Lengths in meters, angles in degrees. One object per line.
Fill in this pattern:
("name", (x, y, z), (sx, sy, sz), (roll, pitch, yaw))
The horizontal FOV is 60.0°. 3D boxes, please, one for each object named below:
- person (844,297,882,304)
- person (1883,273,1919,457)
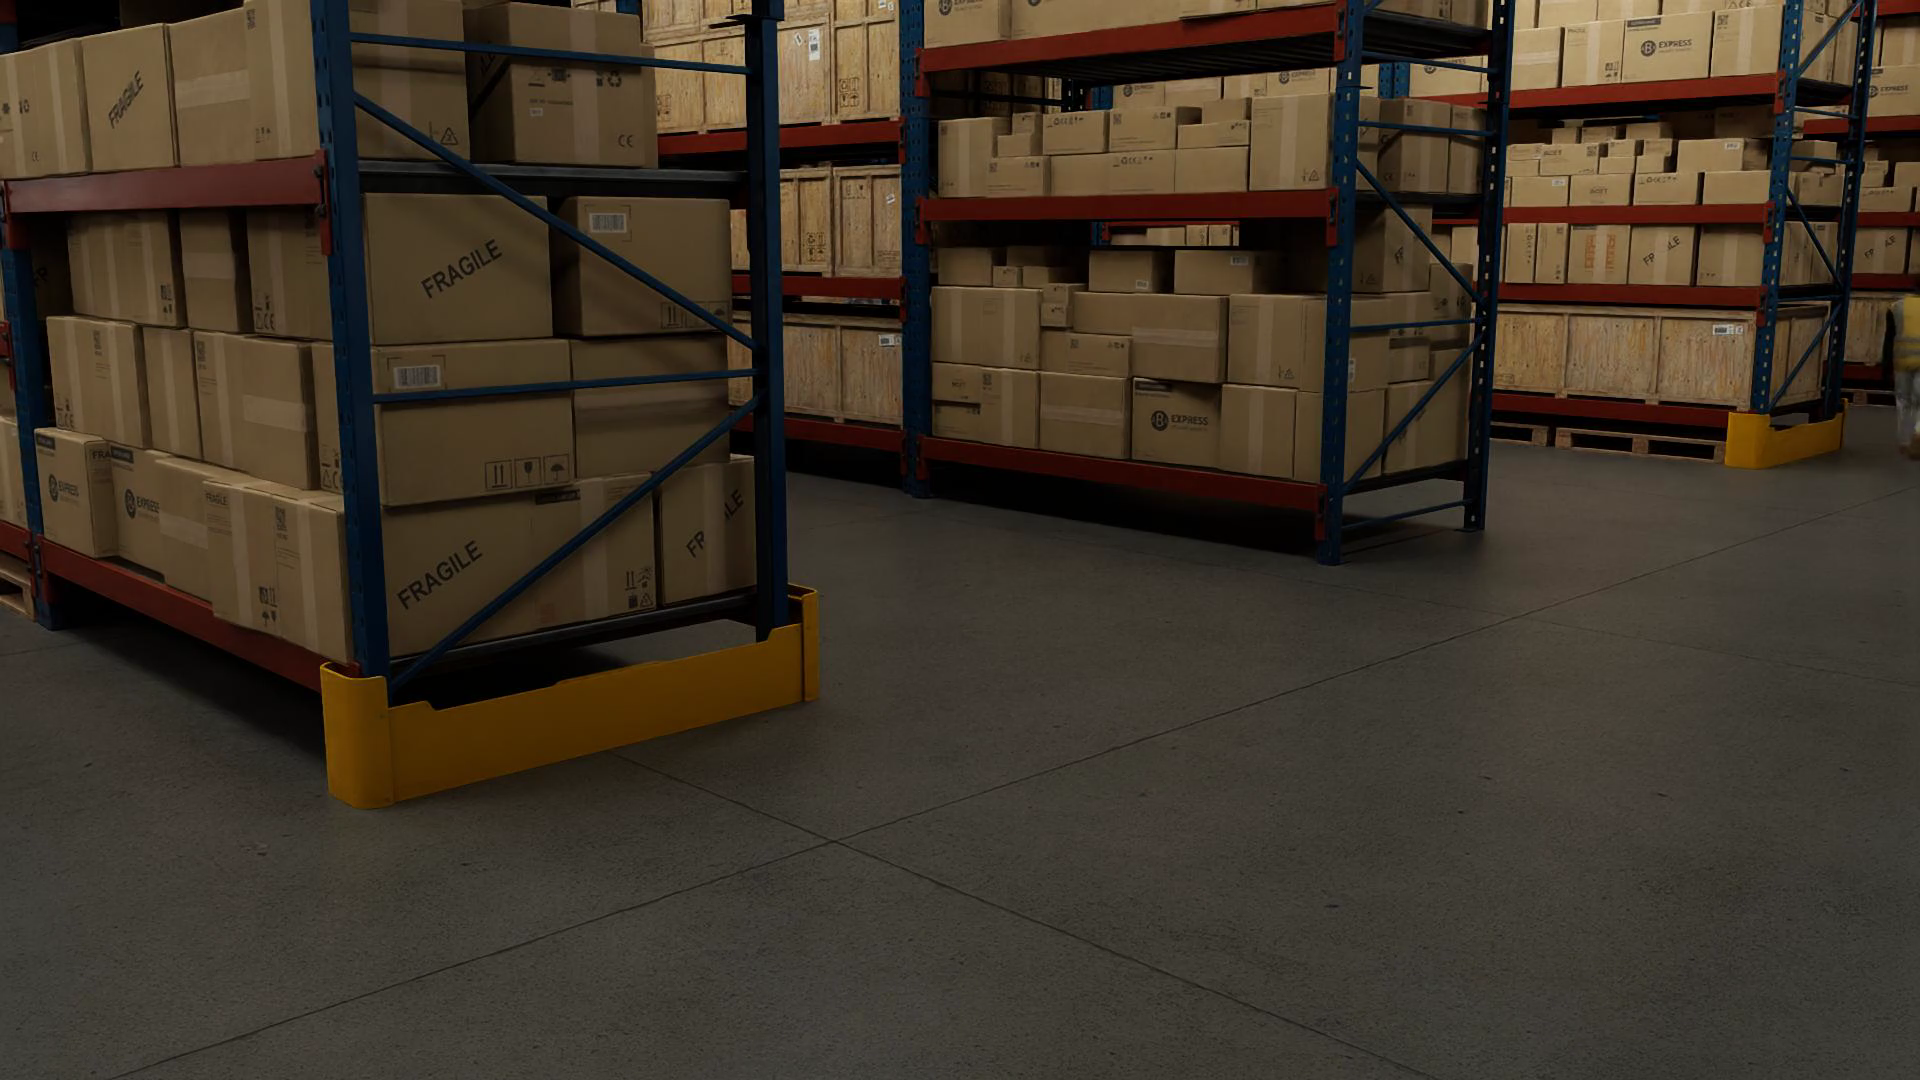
("person", (-1.257, -2.620, 21.002), (0.588, 1.831, 0.404), (9, 14, 41))
("person", (9.216, -1.685, 15.989), (0.640, 1.804, 0.809), (8, 13, 38))
